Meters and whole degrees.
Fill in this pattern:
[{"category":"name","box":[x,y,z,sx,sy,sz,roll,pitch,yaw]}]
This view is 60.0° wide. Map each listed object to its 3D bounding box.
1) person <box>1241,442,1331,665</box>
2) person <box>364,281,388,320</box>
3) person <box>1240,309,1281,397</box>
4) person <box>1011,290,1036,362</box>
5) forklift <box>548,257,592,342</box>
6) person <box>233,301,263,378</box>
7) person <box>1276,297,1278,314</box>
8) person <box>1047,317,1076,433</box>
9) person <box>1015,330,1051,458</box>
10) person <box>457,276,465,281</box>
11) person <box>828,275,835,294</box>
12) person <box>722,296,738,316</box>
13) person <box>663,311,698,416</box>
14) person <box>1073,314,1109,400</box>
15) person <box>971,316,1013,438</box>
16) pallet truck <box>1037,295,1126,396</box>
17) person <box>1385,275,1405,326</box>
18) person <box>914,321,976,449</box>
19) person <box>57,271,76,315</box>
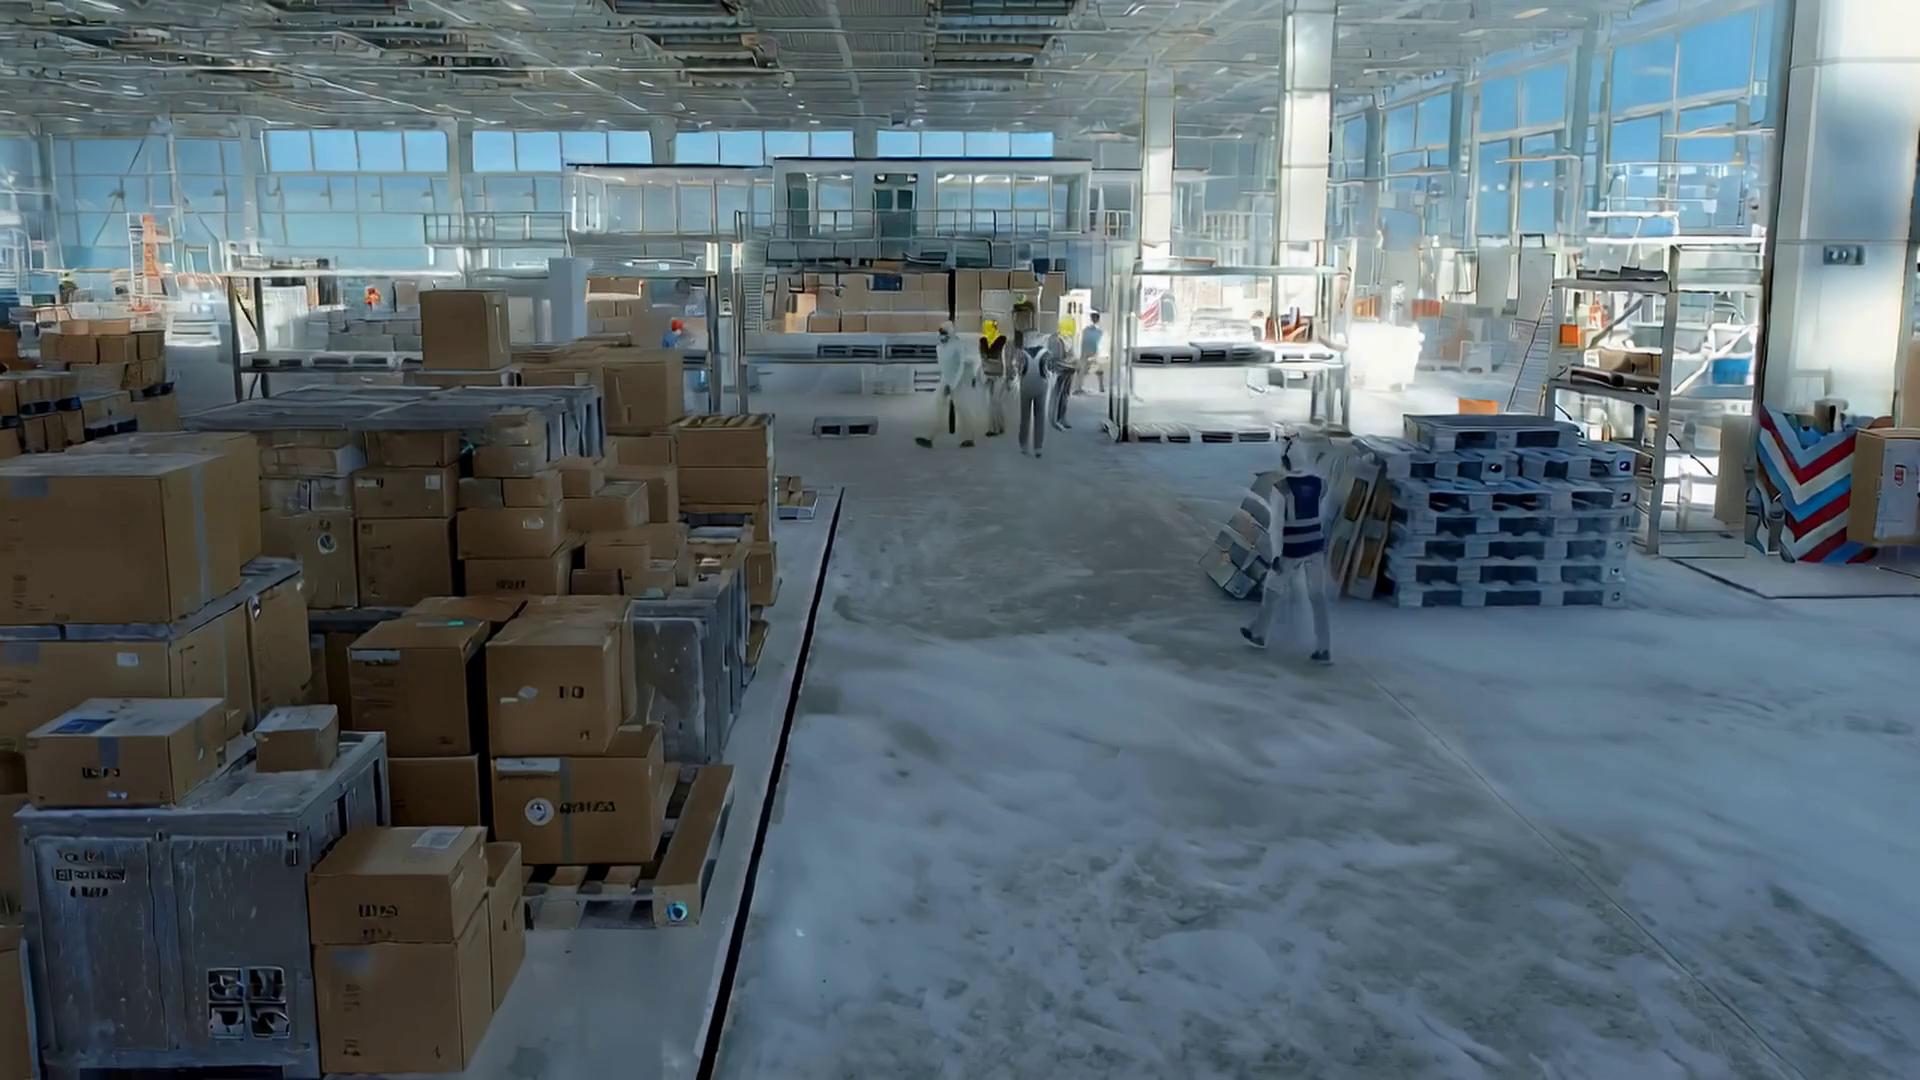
[{"category":"person","box":[2.438,0.082,12.124,0.529,1.591,0.875,-4,11,-22]},{"category":"person","box":[-15.230,-5.772,43.473,0.536,2.000,0.683,2,10,10]},{"category":"person","box":[5.887,-3.653,32.573,0.849,1.701,0.512,-2,10,-10]},{"category":"person","box":[1.539,-5.037,39.845,0.646,1.884,1.062,7,12,34]},{"category":"forklift","box":[-4.959,-2.212,21.306,1.873,2.768,1.129,0,10,-2]},{"category":"person","box":[-15.861,-4.467,37.104,0.545,1.717,0.932,2,10,11]},{"category":"person","box":[10.372,-7.409,53.062,1.016,1.880,0.604,-5,11,-26]},{"category":"person","box":[1.641,-2.637,26.585,0.429,1.838,0.621,6,12,31]},{"category":"person","box":[1.030,-2.065,23.530,0.517,1.800,0.961,0,10,-1]},{"category":"person","box":[-19.575,-9.639,65.598,0.576,1.840,0.985,0,10,-2]},{"category":"person","box":[-4.404,-8.391,58.546,1.029,1.878,0.553,-1,10,-8]},{"category":"person","box":[-4.971,-4.375,36.214,0.327,1.861,0.498,6,12,31]},{"category":"person","box":[-4.504,-2.712,26.744,0.587,1.927,0.365,2,10,9]},{"category":"person","box":[2.543,-3.504,31.935,0.884,1.639,0.553,-8,13,-37]},{"category":"person","box":[0.480,-2.516,25.761,0.607,1.897,0.626,9,14,43]},{"category":"pallet truck","box":[2.483,-3.881,33.060,1.885,1.965,0.823,-7,13,-36]},{"category":"person","box":[14.321,-7.746,54.767,0.649,1.931,0.479,2,10,10]},{"category":"person","box":[-0.175,-2.258,24.349,1.032,1.877,0.641,-8,13,-39]},{"category":"person","box":[-31.439,-8.448,58.544,1.070,1.984,0.634,5,11,26]}]
